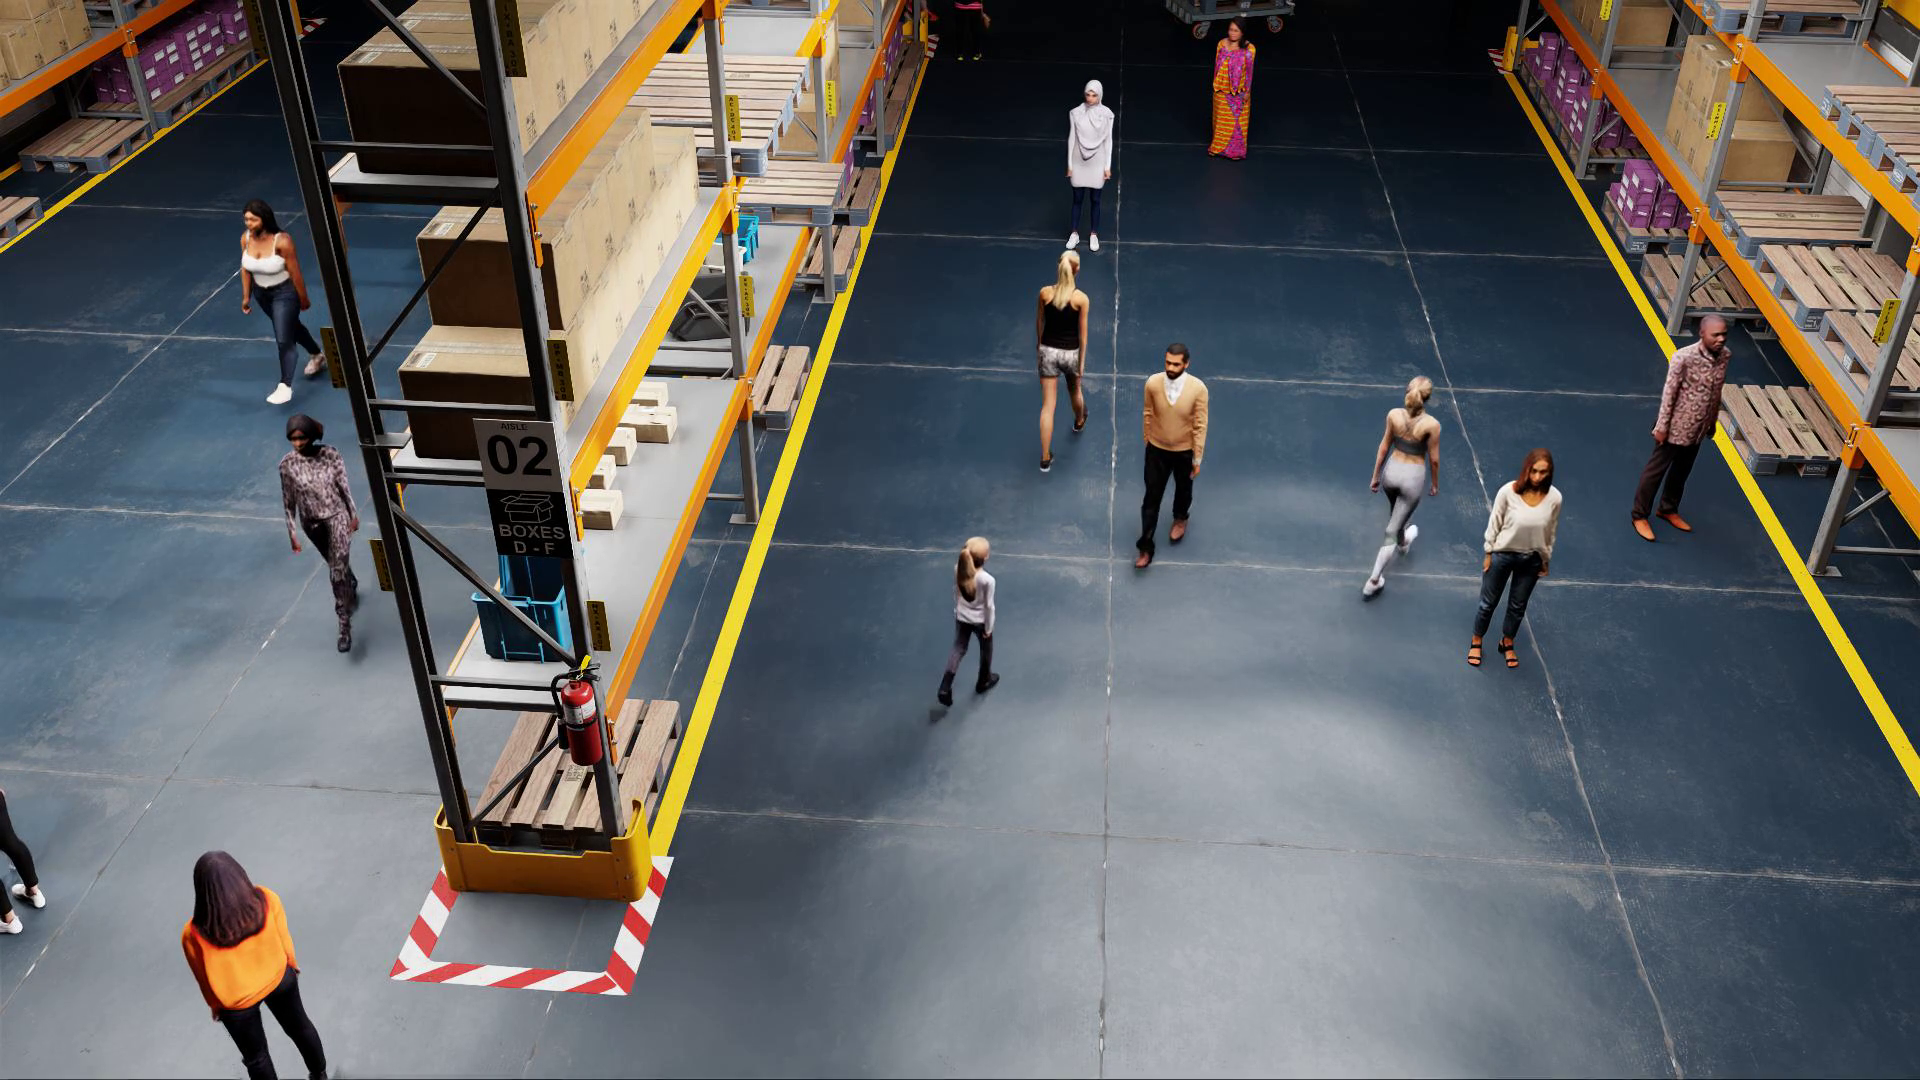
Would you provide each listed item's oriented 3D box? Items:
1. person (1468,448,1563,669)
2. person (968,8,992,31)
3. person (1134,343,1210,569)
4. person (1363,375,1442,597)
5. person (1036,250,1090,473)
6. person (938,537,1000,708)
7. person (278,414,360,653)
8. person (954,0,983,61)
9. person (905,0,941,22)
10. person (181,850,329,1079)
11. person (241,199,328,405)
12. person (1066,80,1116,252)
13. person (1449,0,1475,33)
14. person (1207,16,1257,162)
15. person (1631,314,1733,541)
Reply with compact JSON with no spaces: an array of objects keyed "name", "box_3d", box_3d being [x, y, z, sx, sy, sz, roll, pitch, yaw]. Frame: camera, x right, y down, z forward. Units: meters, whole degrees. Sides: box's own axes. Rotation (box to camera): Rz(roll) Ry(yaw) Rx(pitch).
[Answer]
[{"name":"person","box_3d":[3.739,0.107,11.177,0.619,1.683,0.550,5,34,7]},{"name":"person","box_3d":[0.266,-7.942,23.302,0.899,1.666,1.103,-15,36,-21]},{"name":"person","box_3d":[1.611,-0.686,12.347,0.821,1.708,1.202,10,35,15]},{"name":"person","box_3d":[3.136,-0.354,11.894,0.980,1.657,1.190,22,40,30]},{"name":"person","box_3d":[0.776,-1.421,13.376,0.768,1.792,1.198,9,35,13]},{"name":"person","box_3d":[0.047,0.545,10.893,0.712,1.266,0.881,20,38,27]},{"name":"person","box_3d":[-4.402,-0.142,11.571,0.786,1.661,1.207,-5,34,-7]},{"name":"person","box_3d":[0.104,-7.252,22.366,0.540,1.553,0.510,1,34,2]},{"name":"person","box_3d":[-0.632,-8.360,23.778,0.871,1.835,0.900,10,35,15]},{"name":"person","box_3d":[-3.400,2.160,8.029,0.770,1.747,0.686,28,42,35]},{"name":"person","box_3d":[-5.880,-2.146,14.496,0.862,1.760,1.234,12,35,17]},{"name":"person","box_3d":[1.324,-3.850,17.045,0.624,1.777,0.553,6,34,9]},{"name":"person","box_3d":[7.200,-8.057,23.426,0.766,1.720,0.827,-25,41,-33]},{"name":"person","box_3d":[3.150,-5.239,19.226,0.771,1.676,0.802,18,38,25]},{"name":"person","box_3d":[5.464,-0.884,12.554,0.763,1.808,0.746,-11,35,-16]}]
